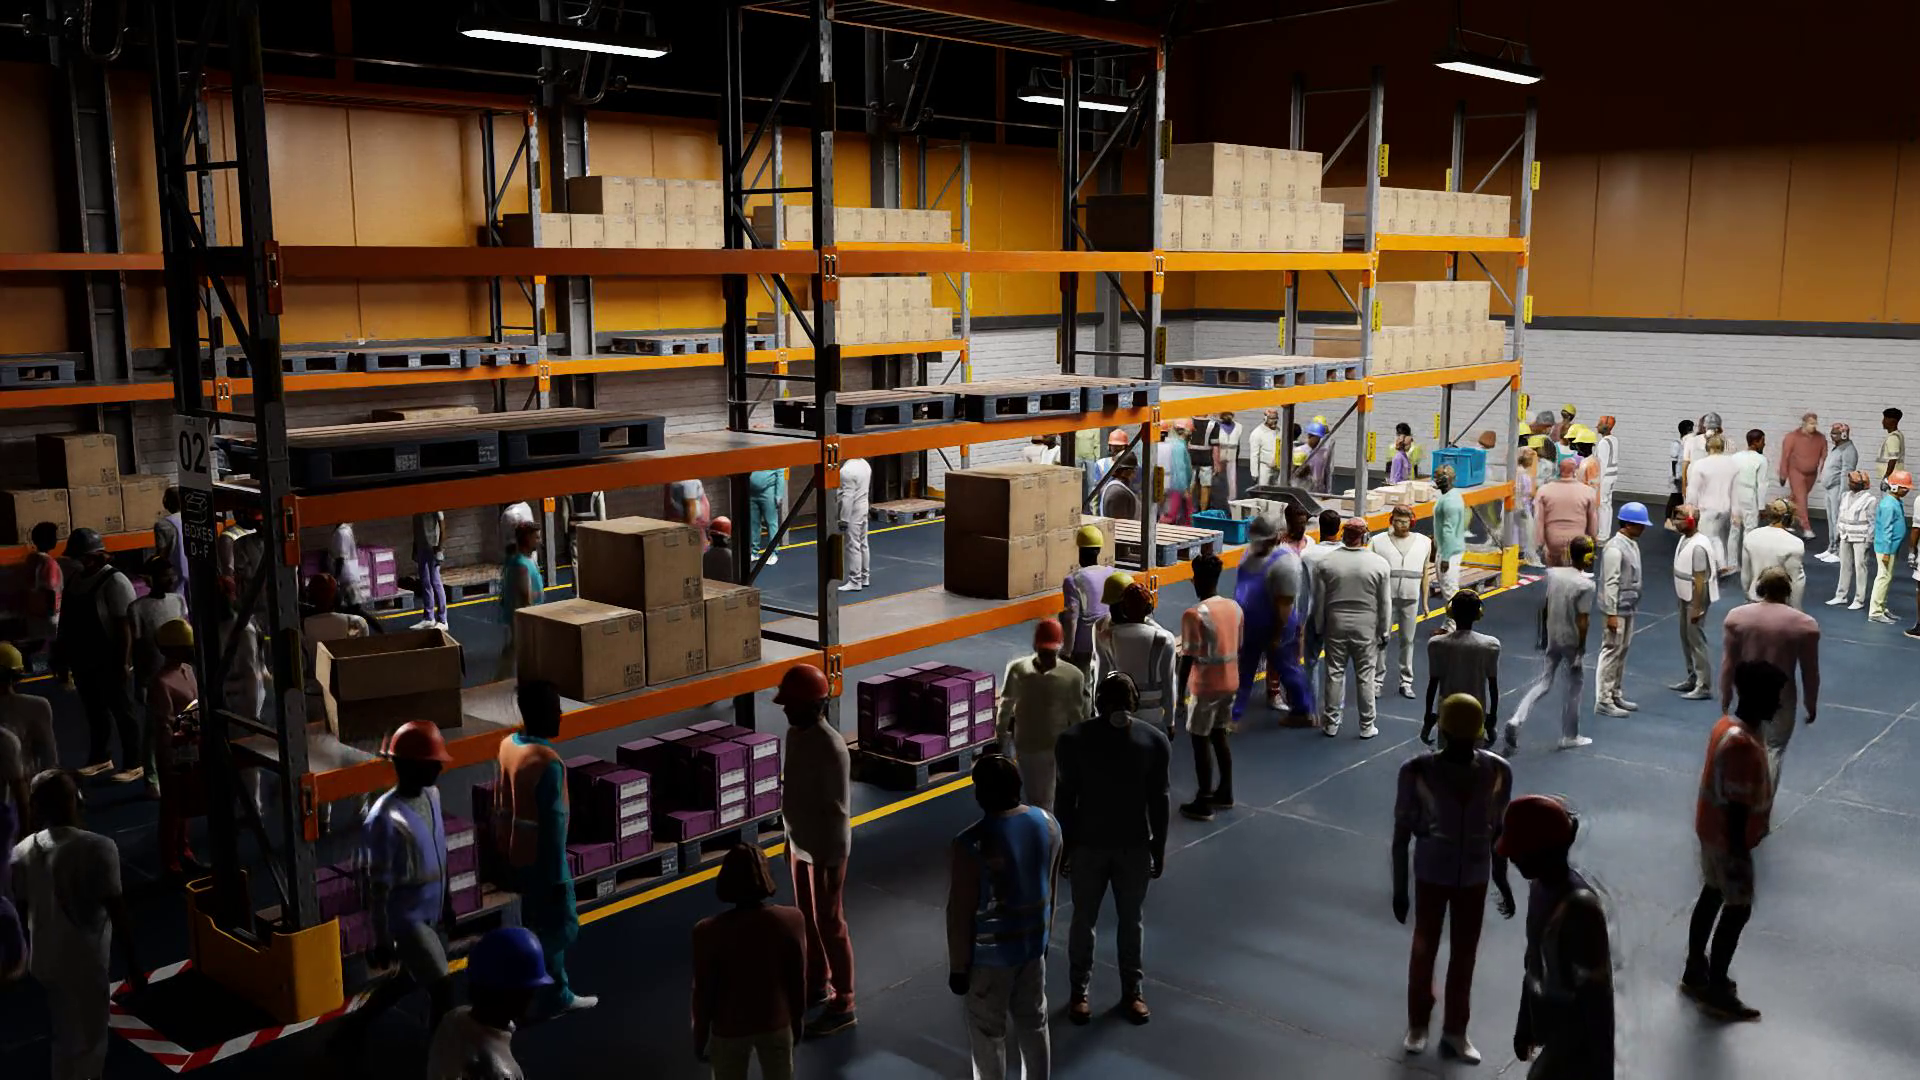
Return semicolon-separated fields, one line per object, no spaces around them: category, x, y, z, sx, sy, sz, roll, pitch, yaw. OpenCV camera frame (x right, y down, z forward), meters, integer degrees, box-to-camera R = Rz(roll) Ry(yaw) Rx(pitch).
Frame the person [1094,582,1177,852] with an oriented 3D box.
person;1.208;1.220;11.493;0.575;1.880;0.358;3;10;18

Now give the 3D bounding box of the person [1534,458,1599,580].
person;6.865;0.000;18.802;0.645;1.866;0.929;6;11;31

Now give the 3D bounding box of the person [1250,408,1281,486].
person;4.640;-1.037;24.928;0.654;1.895;0.401;-6;11;-31

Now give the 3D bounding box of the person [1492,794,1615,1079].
person;2.381;1.984;6.678;1.071;1.963;0.650;1;10;8

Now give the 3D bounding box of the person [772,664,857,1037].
person;-0.787;1.619;8.802;0.409;1.984;0.613;-5;11;-29

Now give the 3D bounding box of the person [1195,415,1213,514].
person;3.818;-1.299;26.384;0.385;1.929;0.543;-3;10;-20

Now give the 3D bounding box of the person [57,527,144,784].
person;-6.747;0.889;12.978;0.683;2.000;0.536;5;11;26

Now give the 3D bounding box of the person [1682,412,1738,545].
person;10.199;-0.741;22.711;0.680;2.000;0.535;6;11;32

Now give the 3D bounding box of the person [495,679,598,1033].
person;-2.250;1.666;8.762;0.633;1.899;0.602;-7;12;-37

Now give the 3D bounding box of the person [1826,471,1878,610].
person;10.489;-0.002;19.502;0.313;1.638;0.513;-3;10;-16

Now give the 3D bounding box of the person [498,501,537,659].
person;-4.571;0.251;17.075;0.428;1.948;0.625;1;10;4

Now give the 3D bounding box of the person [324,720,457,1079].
person;-2.717;1.789;8.081;0.949;1.895;0.534;2;10;10

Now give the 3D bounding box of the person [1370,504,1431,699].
person;4.081;0.568;15.497;0.568;1.836;0.389;1;10;3

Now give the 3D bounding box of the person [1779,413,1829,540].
person;12.502;-0.977;24.689;0.645;1.862;1.003;-1;10;-7

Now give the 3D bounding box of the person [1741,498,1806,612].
person;7.394;0.580;15.127;0.365;1.939;0.636;-4;10;-23

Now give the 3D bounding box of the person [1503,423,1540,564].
person;7.527;-0.614;22.343;0.596;1.911;0.400;-6;11;-33

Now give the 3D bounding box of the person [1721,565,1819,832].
person;5.855;1.120;12.060;0.645;1.895;0.984;8;12;40

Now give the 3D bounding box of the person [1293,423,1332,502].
person;4.686;-0.614;22.343;0.672;1.913;0.451;-2;10;-15

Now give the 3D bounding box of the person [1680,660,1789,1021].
person;4.198;1.593;9.017;0.390;1.963;0.634;3;10;18

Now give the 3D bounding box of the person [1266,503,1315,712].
person;2.983;0.599;15.116;0.597;1.909;0.405;-6;11;-34

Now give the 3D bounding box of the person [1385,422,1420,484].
person;6.691;-0.952;25.060;0.614;1.678;0.537;-9;13;-44

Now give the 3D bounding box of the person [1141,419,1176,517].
person;2.855;-0.827;23.594;0.586;1.920;0.397;5;11;26

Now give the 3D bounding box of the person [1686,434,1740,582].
person;9.419;-0.372;20.889;0.624;1.917;0.475;-3;10;-15

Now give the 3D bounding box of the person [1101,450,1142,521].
person;1.801;0.020;18.164;0.536;2.000;0.678;0;10;2

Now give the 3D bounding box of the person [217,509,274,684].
person;-6.755;0.509;15.839;0.430;1.845;0.619;2;10;11

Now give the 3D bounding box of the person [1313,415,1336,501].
person;5.476;-1.033;25.364;0.484;1.737;0.321;-3;10;-20

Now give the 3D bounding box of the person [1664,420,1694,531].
person;10.929;-0.984;25.205;0.530;1.690;0.319;-7;12;-38

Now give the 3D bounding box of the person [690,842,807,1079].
person;-0.893;2.085;7.083;0.514;1.624;0.282;-4;10;-21

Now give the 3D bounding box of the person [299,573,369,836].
person;-4.465;1.160;11.827;0.575;1.884;0.355;-4;10;-25

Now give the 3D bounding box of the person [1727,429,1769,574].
person;10.174;-0.479;21.517;0.395;1.917;0.590;-3;10;-18

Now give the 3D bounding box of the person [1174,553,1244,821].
person;1.820;1.068;12.187;0.412;1.951;0.691;9;13;44

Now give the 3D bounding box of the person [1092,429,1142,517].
person;1.901;-0.326;20.214;0.608;2.048;0.365;2;10;12

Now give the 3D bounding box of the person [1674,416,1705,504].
person;10.764;-0.903;24.292;0.655;1.848;0.998;7;12;34

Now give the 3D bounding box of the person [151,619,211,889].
person;-5.078;1.380;10.867;0.329;1.767;0.528;-1;10;-6

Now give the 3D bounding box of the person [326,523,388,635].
person;-6.319;0.373;17.184;0.826;1.663;0.537;-5;11;-27

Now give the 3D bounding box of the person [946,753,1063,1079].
person;0.187;1.883;7.683;0.623;1.835;0.431;-8;13;-40

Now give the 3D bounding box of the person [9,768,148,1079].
person;-3.973;1.935;7.433;0.568;1.807;0.420;3;10;19

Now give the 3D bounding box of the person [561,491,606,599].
person;-4.515;-0.082;19.978;0.515;1.636;0.315;-1;10;-7

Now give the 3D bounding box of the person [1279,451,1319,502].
person;4.201;-0.247;20.671;0.509;1.729;0.376;0;10;2

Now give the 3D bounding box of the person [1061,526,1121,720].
person;1.056;0.841;13.605;0.594;1.924;0.382;-6;11;-34

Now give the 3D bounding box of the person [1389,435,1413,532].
person;6.234;-0.680;23.569;0.312;1.632;0.524;4;10;24

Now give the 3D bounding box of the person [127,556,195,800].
person;-6.049;1.038;12.639;0.312;1.860;0.509;5;11;26
